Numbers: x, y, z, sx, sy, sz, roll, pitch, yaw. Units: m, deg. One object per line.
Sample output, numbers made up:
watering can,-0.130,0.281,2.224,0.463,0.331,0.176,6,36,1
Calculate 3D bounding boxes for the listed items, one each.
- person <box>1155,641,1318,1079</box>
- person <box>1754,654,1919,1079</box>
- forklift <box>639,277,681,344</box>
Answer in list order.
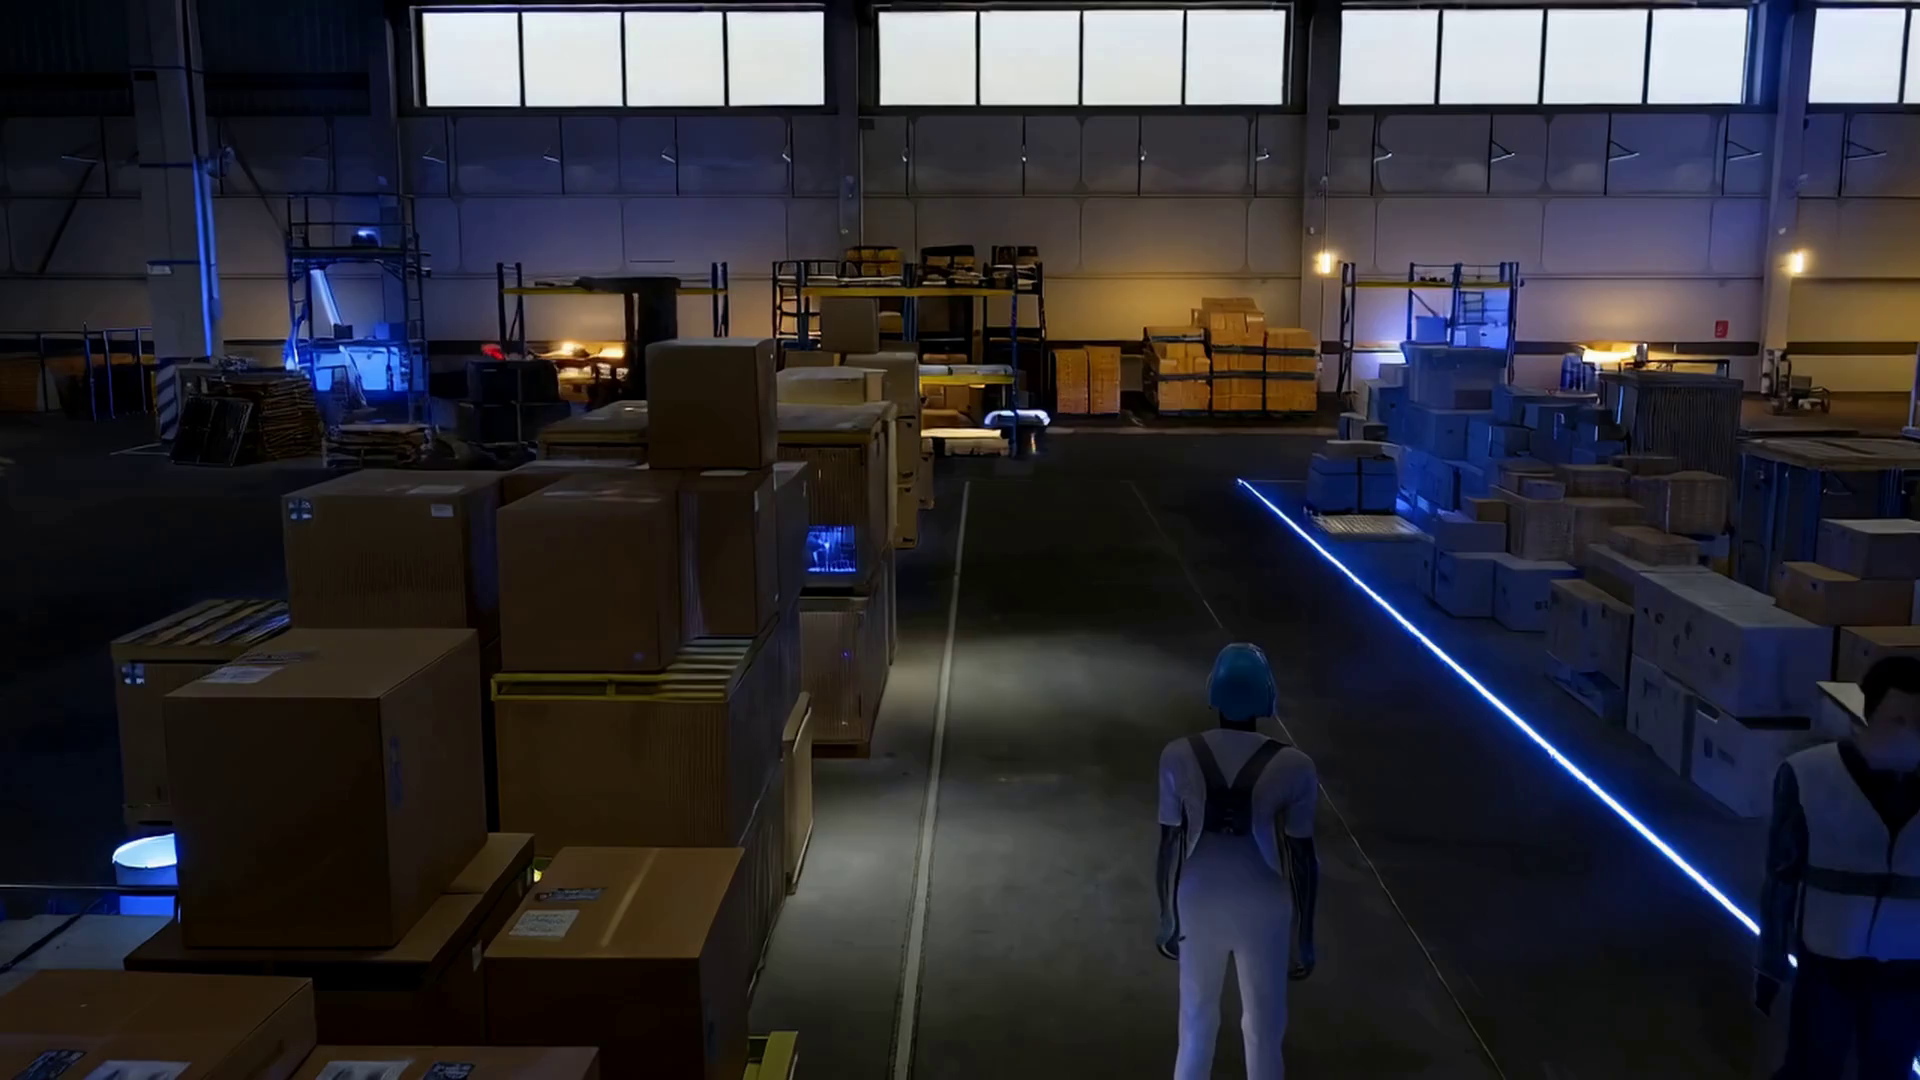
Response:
person,0.883,1.232,5.351,0.520,1.844,0.331,3,10,18
person,2.719,1.250,5.081,0.609,1.901,0.625,1,10,5
forklift,-4.271,-2.370,23.831,1.873,2.768,1.129,-5,11,-25
